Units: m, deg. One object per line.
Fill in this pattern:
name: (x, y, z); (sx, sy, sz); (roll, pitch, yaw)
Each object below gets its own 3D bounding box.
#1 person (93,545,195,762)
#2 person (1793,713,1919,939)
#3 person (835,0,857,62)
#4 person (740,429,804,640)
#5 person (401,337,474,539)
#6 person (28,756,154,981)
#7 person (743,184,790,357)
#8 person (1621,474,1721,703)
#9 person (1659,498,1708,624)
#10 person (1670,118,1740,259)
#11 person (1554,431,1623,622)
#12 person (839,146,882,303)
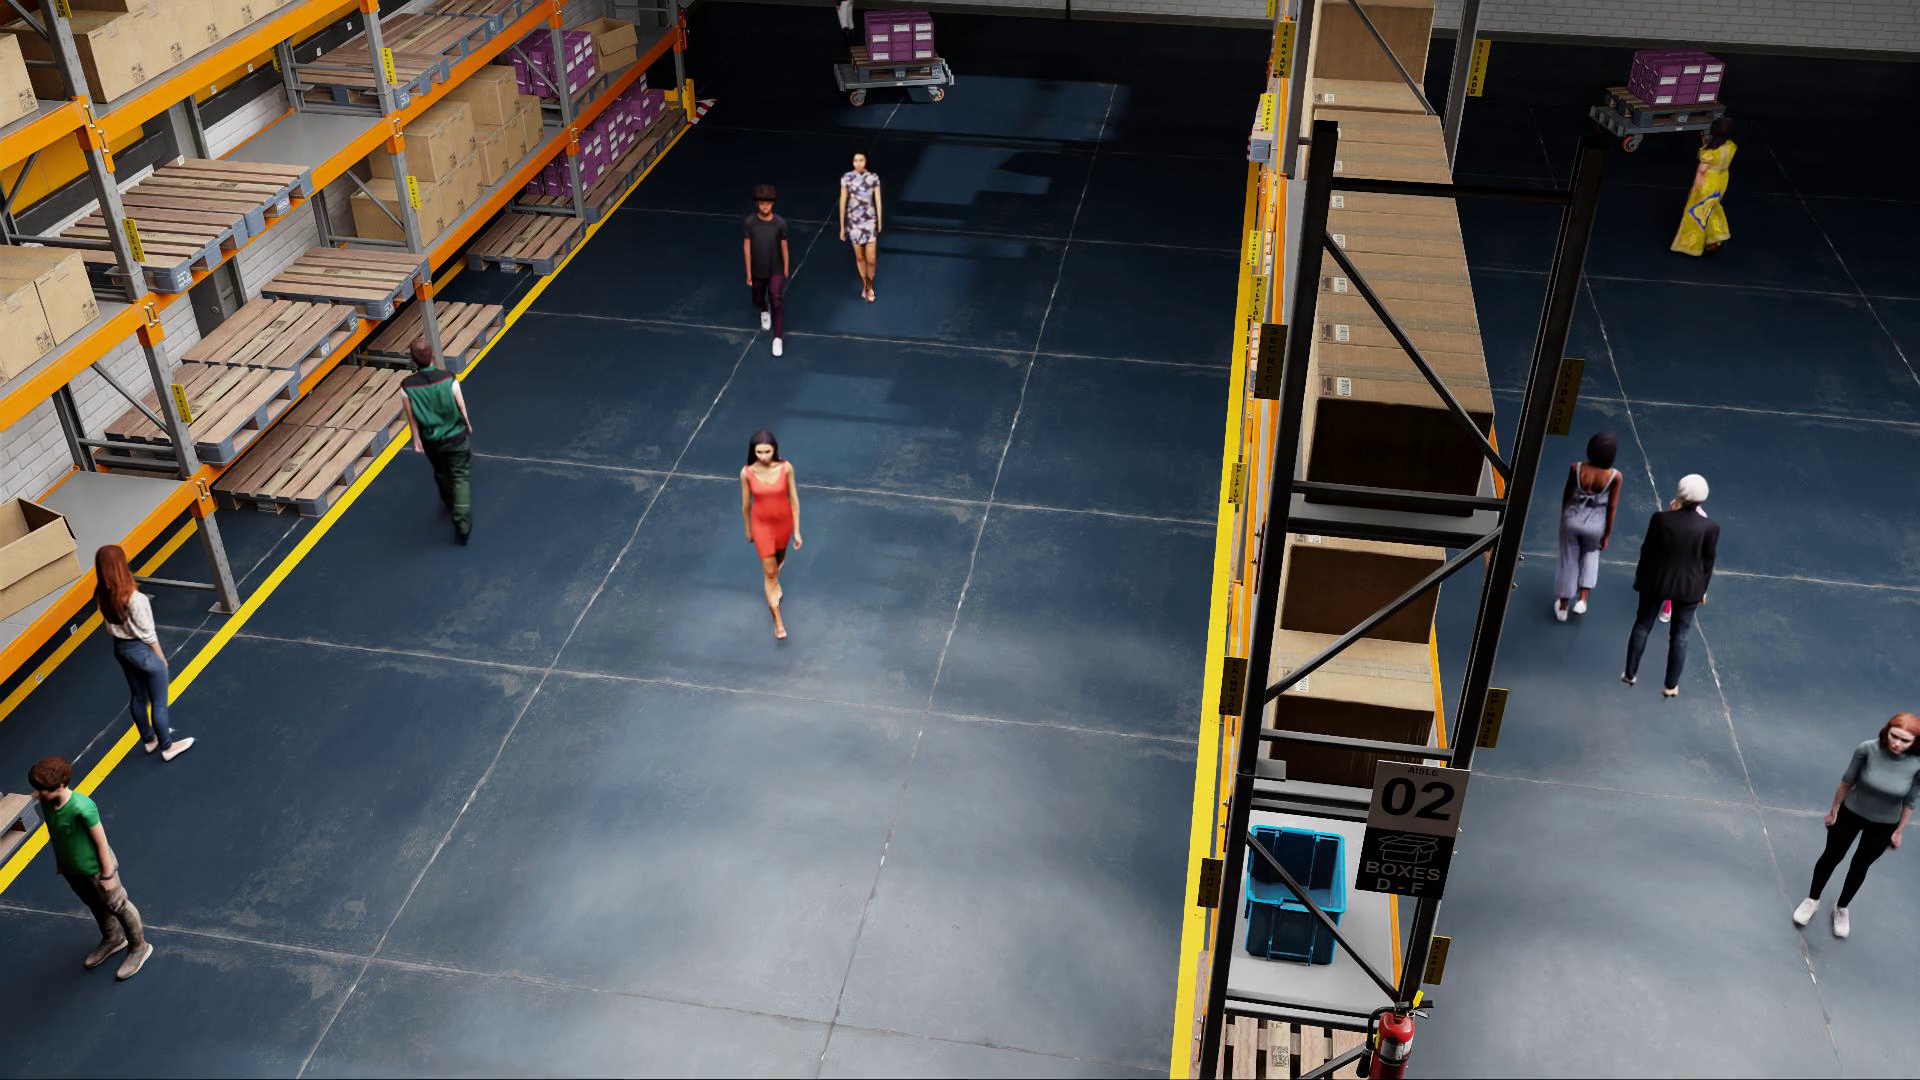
person: (-5.818, 0.798, 11.750); (0.620, 1.724, 0.607); (14, 36, 20)
person: (5.616, 1.747, 10.306); (0.653, 1.742, 0.632); (17, 37, 24)
person: (-1.754, -8.178, 25.250); (0.678, 1.729, 0.534); (12, 36, 18)
person: (-1.491, -0.144, 13.218); (0.919, 1.667, 1.184); (-10, 35, -14)
person: (-4.381, -0.861, 14.163); (0.856, 1.815, 1.109); (-5, 34, -7)
person: (-5.279, 1.951, 10.081); (0.638, 1.651, 0.603); (14, 36, 20)
person: (-2.006, -2.858, 17.221); (0.739, 1.756, 1.120); (0, 34, 0)
person: (5.010, 0.334, 11.598); (0.815, 1.776, 0.722); (19, 38, 26)
person: (5.721, 0.062, 13.268); (0.619, 1.270, 0.562); (-23, 40, -30)
person: (8.627, -3.986, 19.018); (0.962, 1.645, 1.042); (-14, 36, -20)
person: (4.893, -0.060, 13.078); (0.594, 1.682, 0.677); (11, 35, 17)
person: (-1.068, -3.476, 18.183); (0.651, 1.719, 0.682); (0, 34, 0)
